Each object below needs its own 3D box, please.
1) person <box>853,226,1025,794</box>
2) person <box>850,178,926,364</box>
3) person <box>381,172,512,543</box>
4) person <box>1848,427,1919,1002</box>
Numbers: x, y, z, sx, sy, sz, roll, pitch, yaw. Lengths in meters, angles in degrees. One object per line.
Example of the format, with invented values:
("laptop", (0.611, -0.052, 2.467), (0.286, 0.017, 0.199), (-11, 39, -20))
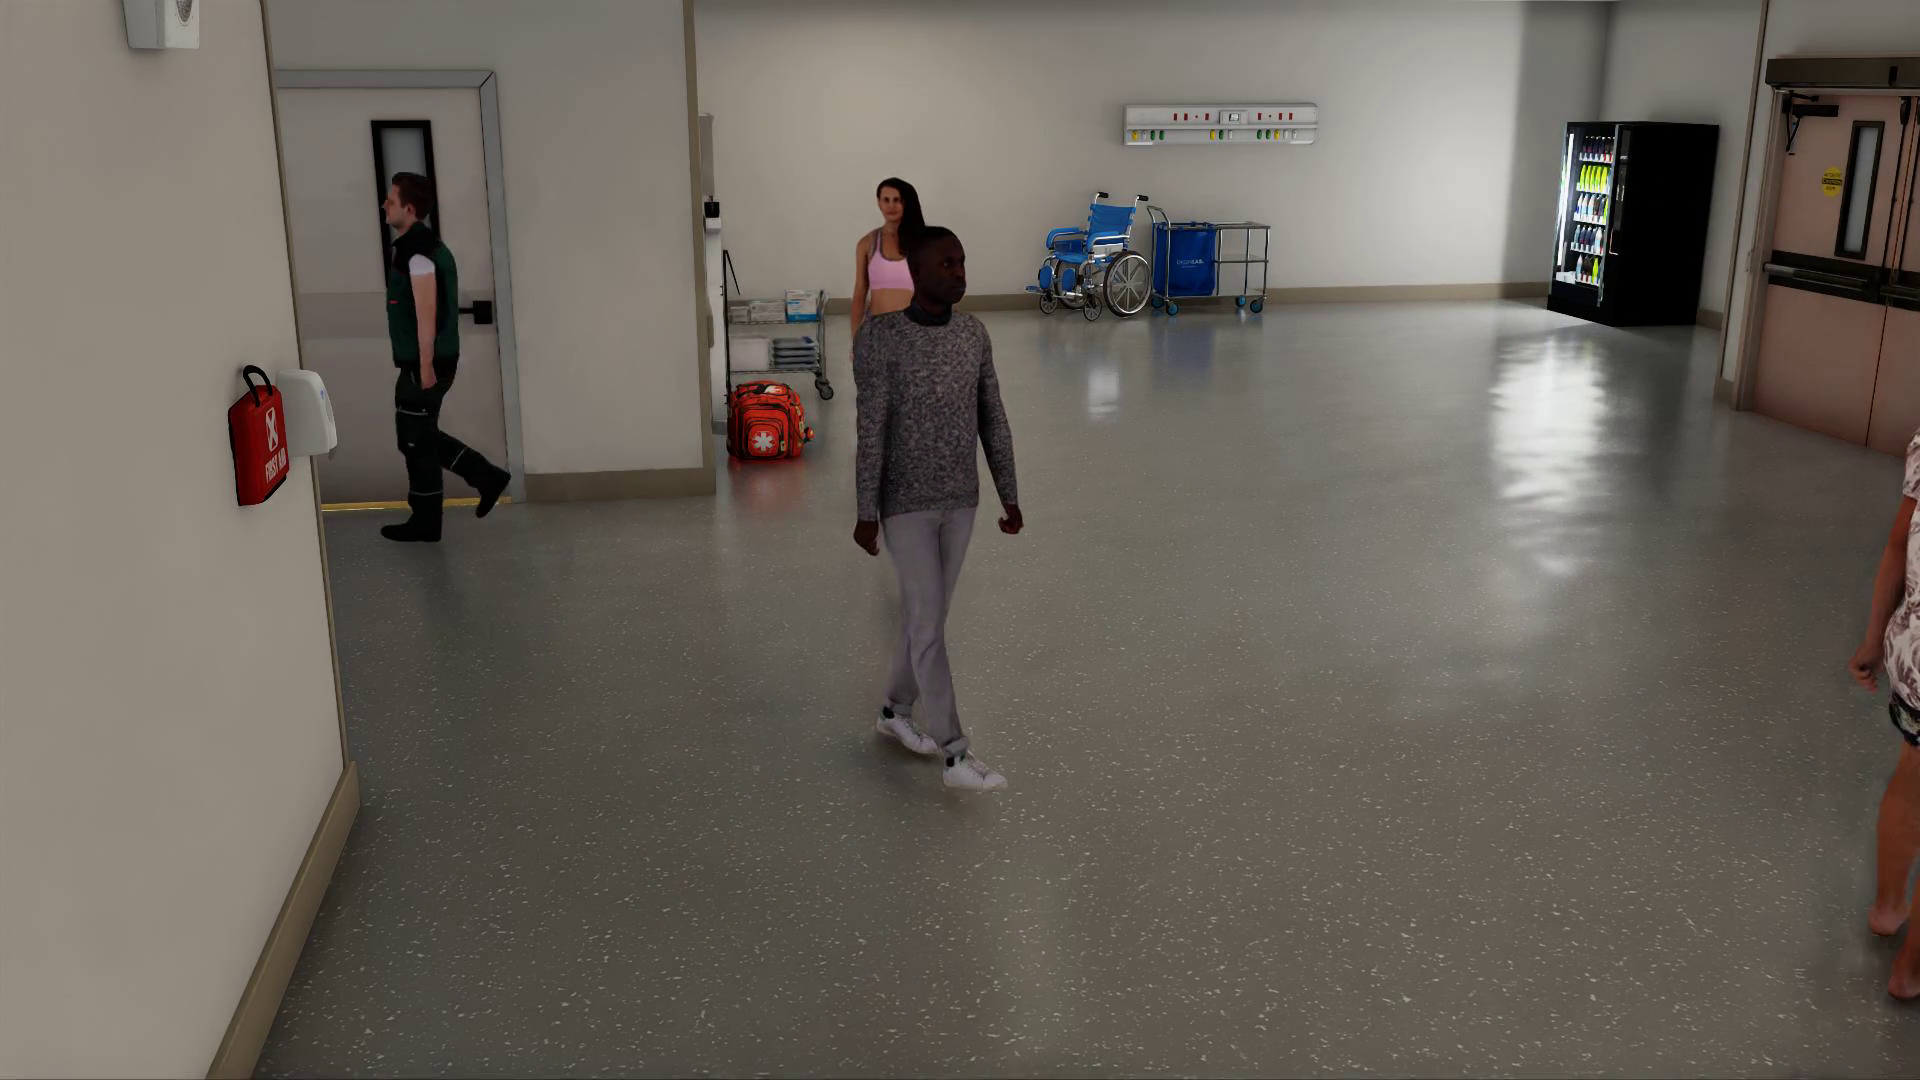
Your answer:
("person", (-0.145, -0.117, 5.557), (1.010, 1.810, 1.149), (-12, 20, -37))
("person", (-0.357, -1.063, 9.083), (0.768, 1.716, 1.256), (0, 16, 1))
("person", (-2.587, -0.889, 8.245), (0.710, 1.833, 0.796), (-3, 16, -11))
("person", (2.476, 0.306, 4.077), (0.922, 1.798, 0.853), (-13, 21, -39))
